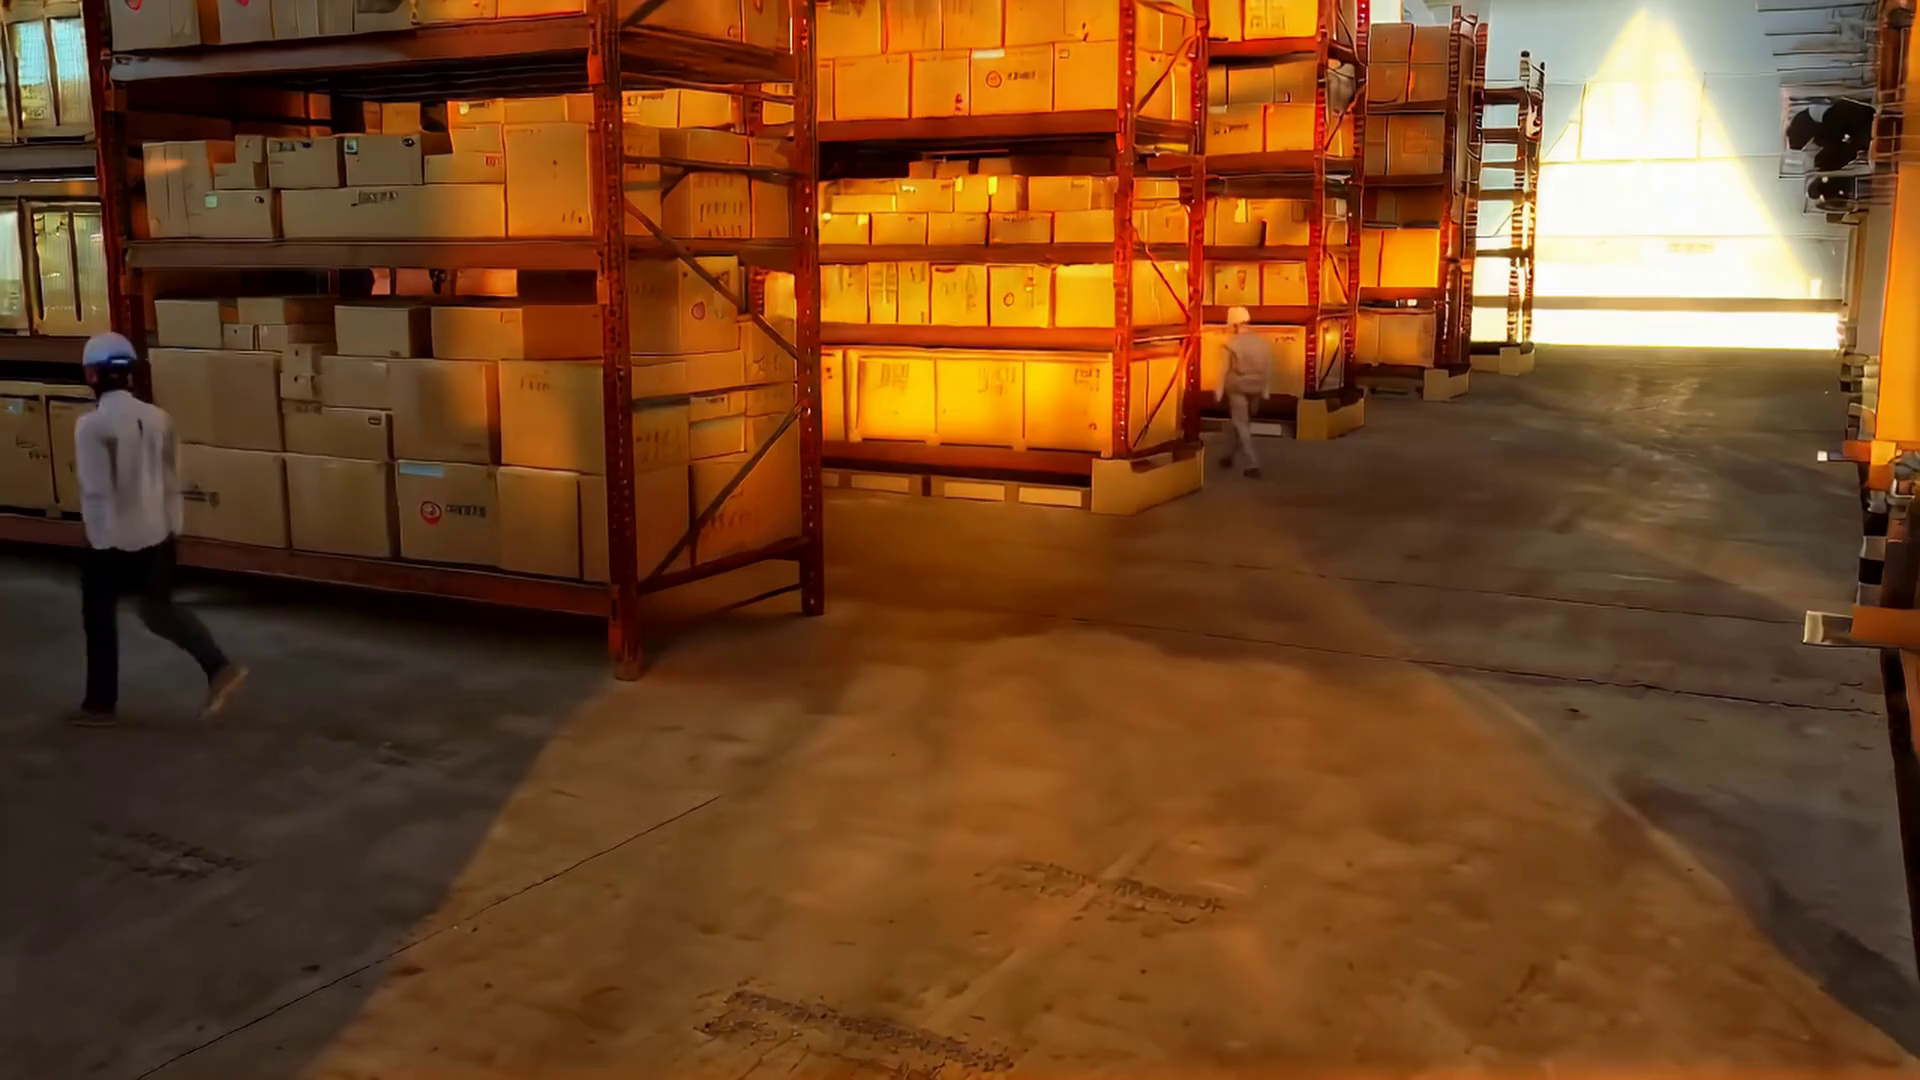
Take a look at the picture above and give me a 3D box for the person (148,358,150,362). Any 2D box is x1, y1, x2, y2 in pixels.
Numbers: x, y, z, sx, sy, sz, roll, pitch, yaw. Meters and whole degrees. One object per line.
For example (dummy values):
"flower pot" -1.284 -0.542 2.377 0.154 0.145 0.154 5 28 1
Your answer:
"person" -8.241 -1.580 17.441 0.660 1.821 0.661 5 11 28

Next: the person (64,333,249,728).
"person" -3.984 -0.034 8.140 0.876 1.956 0.624 2 10 11

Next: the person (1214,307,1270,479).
"person" 2.924 -1.536 17.361 0.596 1.776 0.946 -5 11 -25
